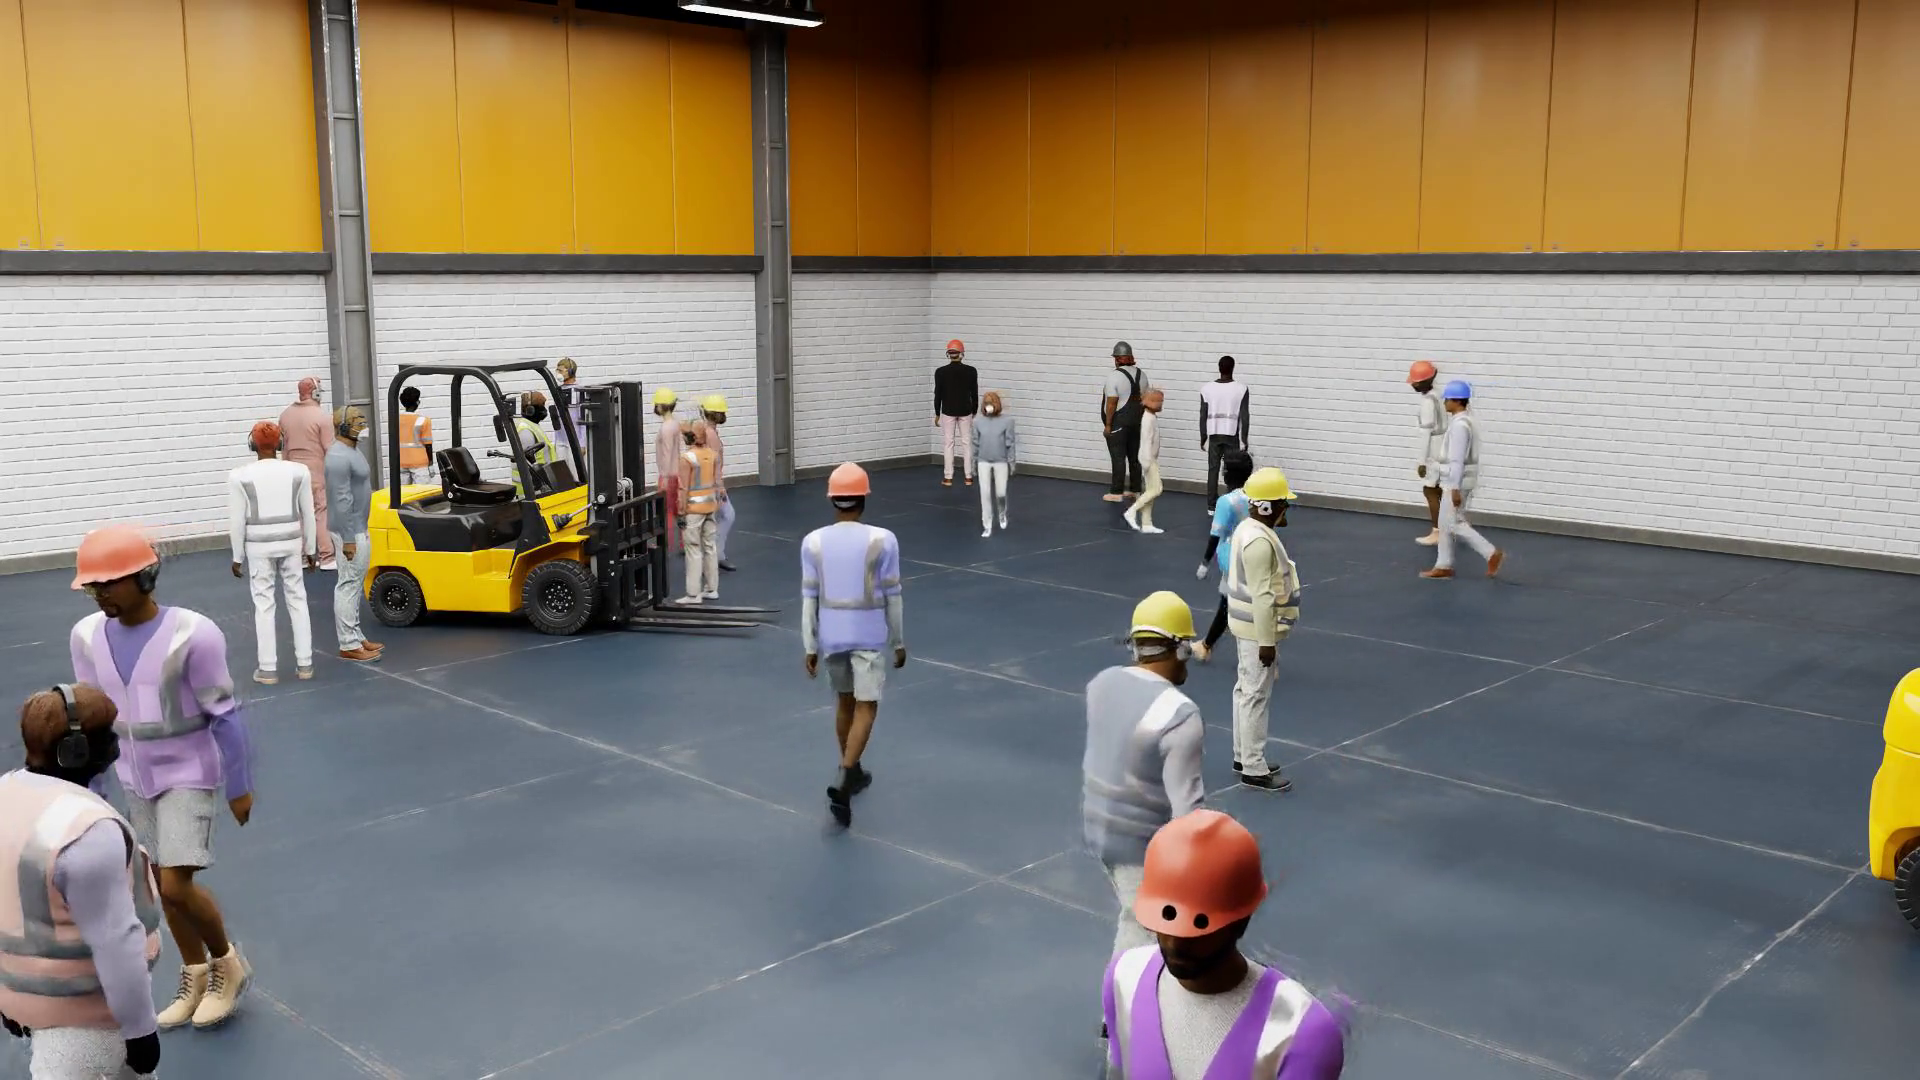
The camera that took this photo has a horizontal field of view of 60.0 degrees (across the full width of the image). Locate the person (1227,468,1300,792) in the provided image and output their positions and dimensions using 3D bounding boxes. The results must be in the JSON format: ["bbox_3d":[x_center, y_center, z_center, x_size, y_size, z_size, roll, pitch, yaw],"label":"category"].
[{"bbox_3d":[1.727,0.500,9.478,0.403,1.835,0.588,0,9,2],"label":"person"}]

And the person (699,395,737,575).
[{"bbox_3d":[-2.344,-0.517,15.996,0.563,1.750,0.544,0,9,-3],"label":"person"}]

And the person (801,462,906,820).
[{"bbox_3d":[-0.611,0.536,9.050,0.549,1.910,0.858,3,10,16],"label":"person"}]

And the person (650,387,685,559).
[{"bbox_3d":[-2.975,-0.673,16.925,0.345,1.775,0.526,0,9,0],"label":"person"}]

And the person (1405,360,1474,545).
[{"bbox_3d":[5.071,-0.911,17.653,0.726,1.992,0.676,5,10,27],"label":"person"}]

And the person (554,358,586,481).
[{"bbox_3d":[-4.474,-1.124,19.117,0.629,1.940,0.373,9,13,43],"label":"person"}]

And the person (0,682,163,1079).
[{"bbox_3d":[-2.541,1.297,4.708,0.642,1.805,0.943,8,12,40],"label":"person"}]

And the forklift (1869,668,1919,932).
[{"bbox_3d":[5.205,0.723,7.013,2.313,2.155,1.214,9,13,43],"label":"forklift"}]

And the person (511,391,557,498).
[{"bbox_3d":[-3.881,-0.441,15.230,0.429,1.844,0.624,-2,9,-12],"label":"person"}]

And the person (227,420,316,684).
[{"bbox_3d":[-4.895,0.084,11.874,0.584,1.882,0.337,-7,11,-35],"label":"person"}]

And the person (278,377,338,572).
[{"bbox_3d":[-6.315,-0.644,16.280,0.651,1.904,0.403,4,10,22],"label":"person"}]

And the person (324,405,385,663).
[{"bbox_3d":[-4.579,-0.051,12.538,0.356,1.938,0.638,-2,9,-12],"label":"person"}]

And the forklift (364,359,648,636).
[{"bbox_3d":[-3.850,-0.407,13.936,2.313,2.155,1.214,2,9,11],"label":"forklift"}]

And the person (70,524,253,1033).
[{"bbox_3d":[-3.064,0.922,6.345,0.624,2.012,0.540,3,10,16],"label":"person"}]

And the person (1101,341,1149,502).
[{"bbox_3d":[2.046,-1.514,21.195,0.684,2.000,0.535,-8,12,-39],"label":"person"}]

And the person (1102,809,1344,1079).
[{"bbox_3d":[0.449,1.469,3.286,0.547,1.908,0.724,6,11,33],"label":"person"}]

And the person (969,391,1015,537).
[{"bbox_3d":[0.361,-0.844,18.371,0.515,1.616,0.419,2,9,12],"label":"person"}]

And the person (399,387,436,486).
[{"bbox_3d":[-5.903,-0.806,17.939,0.530,1.689,0.321,3,10,18],"label":"person"}]

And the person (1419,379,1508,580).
[{"bbox_3d":[4.747,-0.539,15.589,0.721,1.929,0.612,3,10,20],"label":"person"}]

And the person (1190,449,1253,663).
[{"bbox_3d":[1.941,0.168,12.059,0.893,1.645,0.551,7,12,37],"label":"person"}]

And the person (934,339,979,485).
[{"bbox_3d":[-0.052,-1.735,22.704,0.612,1.990,0.392,-1,9,-6],"label":"person"}]

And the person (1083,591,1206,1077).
[{"bbox_3d":[0.643,1.085,6.000,0.530,1.796,0.661,-5,11,-29],"label":"person"}]

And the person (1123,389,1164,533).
[{"bbox_3d":[2.101,-0.875,18.538,0.392,1.614,0.519,1,9,8],"label":"person"}]

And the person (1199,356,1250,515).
[{"bbox_3d":[3.163,-1.244,19.915,0.611,1.917,0.411,3,10,19],"label":"person"}]

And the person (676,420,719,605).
[{"bbox_3d":[-2.313,-0.247,14.677,0.311,1.634,0.522,4,10,25],"label":"person"}]
